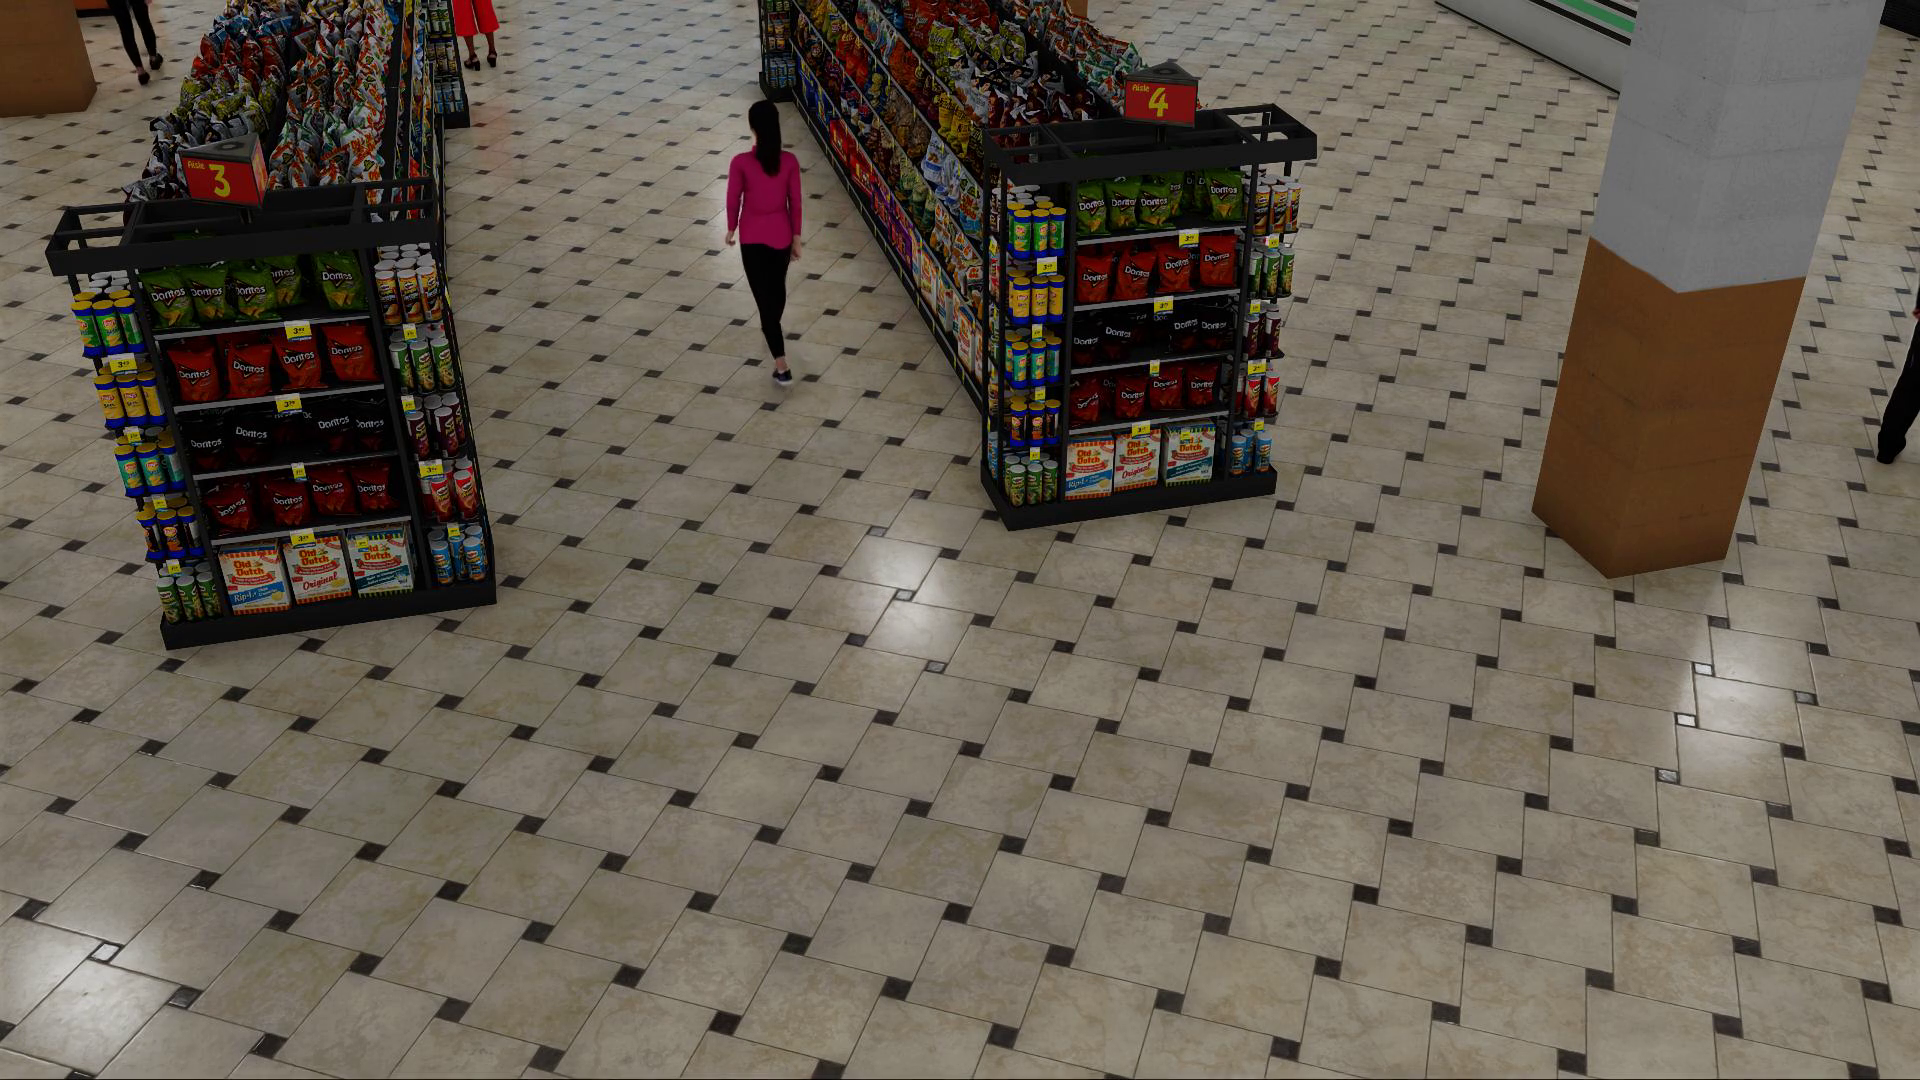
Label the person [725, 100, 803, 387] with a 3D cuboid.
[{"bbox_3d":[-1.130,-1.719,9.877,0.662,1.660,1.134,-11,34,-17],"label":"person"}]

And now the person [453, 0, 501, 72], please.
[{"bbox_3d":[-4.614,-5.315,15.531,0.672,1.792,0.652,-21,38,-30],"label":"person"}]

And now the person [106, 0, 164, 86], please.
[{"bbox_3d":[-7.632,-4.997,15.119,0.658,1.686,0.948,-12,34,-18],"label":"person"}]
